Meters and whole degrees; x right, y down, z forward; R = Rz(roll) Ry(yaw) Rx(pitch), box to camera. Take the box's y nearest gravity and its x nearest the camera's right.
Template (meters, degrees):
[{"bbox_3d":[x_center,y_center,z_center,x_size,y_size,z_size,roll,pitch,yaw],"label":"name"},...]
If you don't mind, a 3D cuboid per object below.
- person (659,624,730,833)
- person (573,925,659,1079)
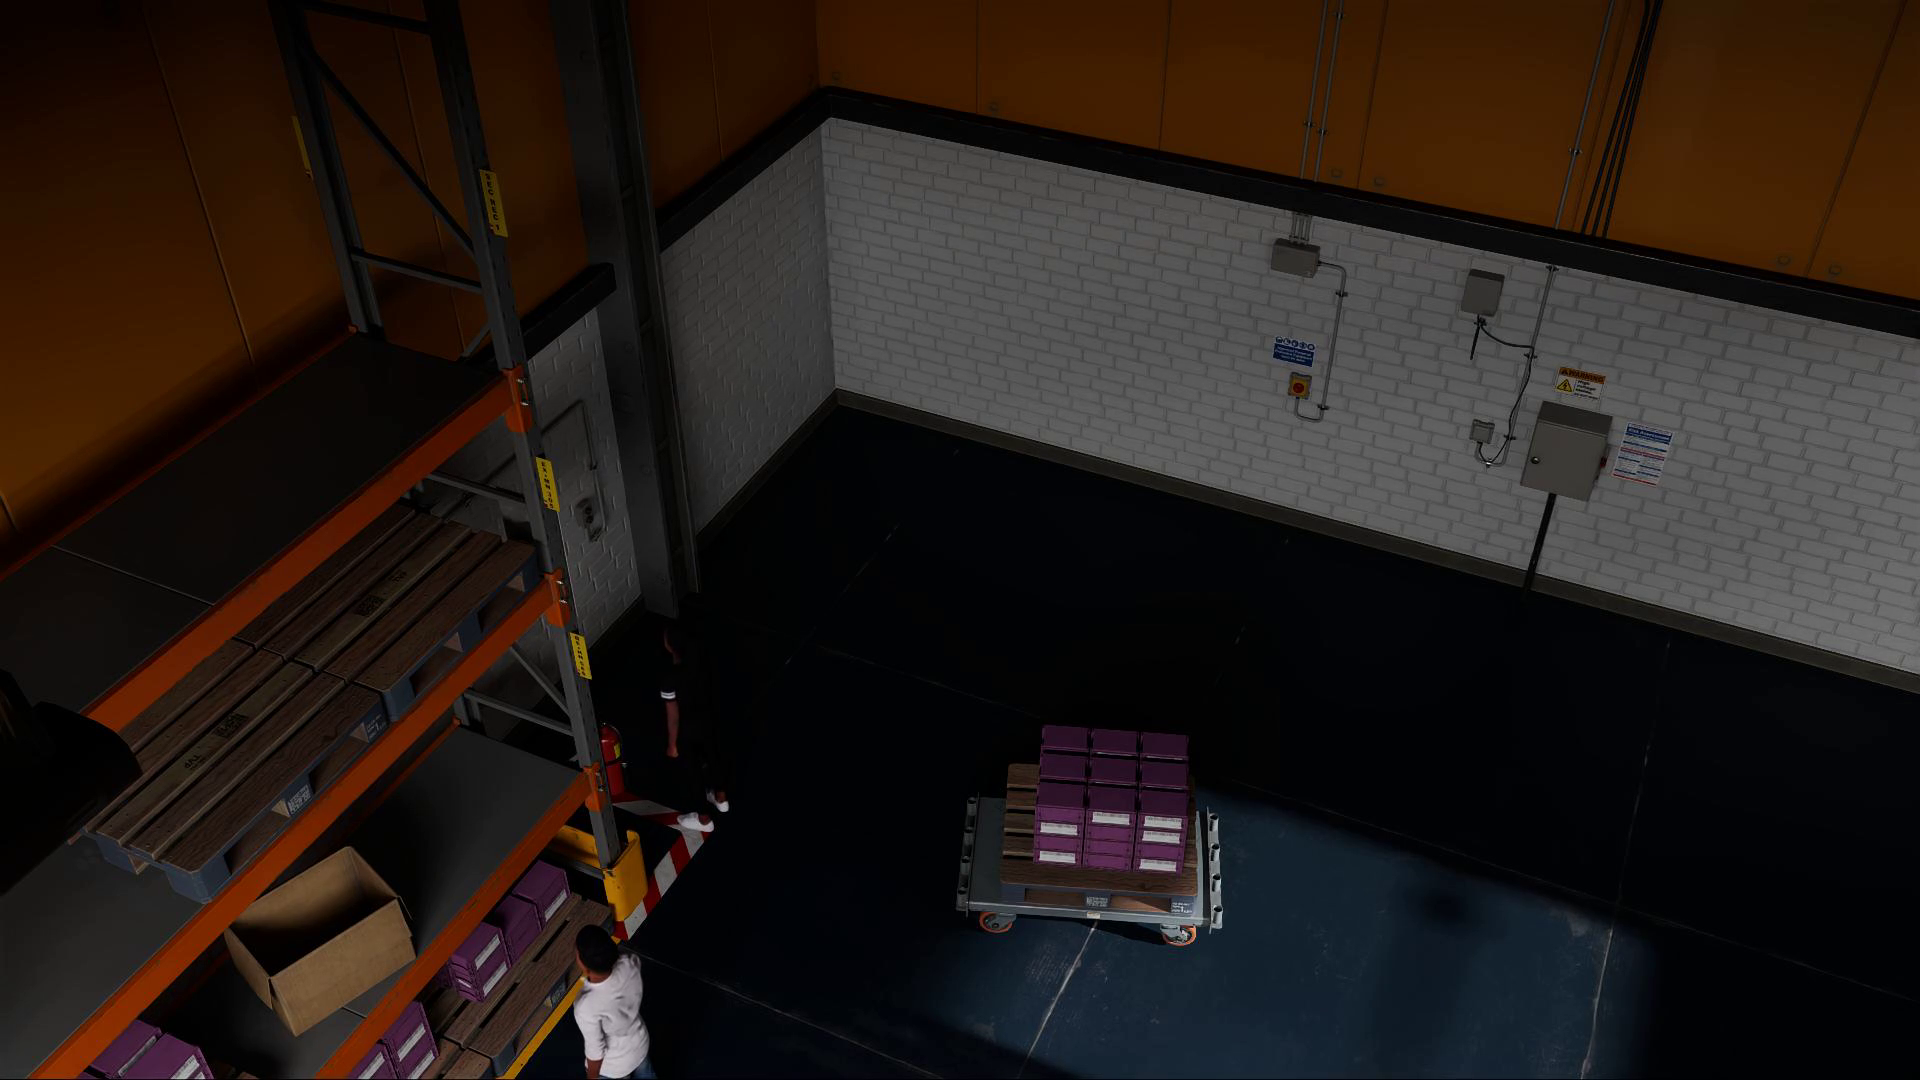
[{"bbox_3d":[-1.738,1.204,10.800,0.683,1.728,0.520,20,43,23],"label":"person"},{"bbox_3d":[-1.830,2.689,8.871,0.686,1.815,0.494,17,41,20],"label":"person"}]
